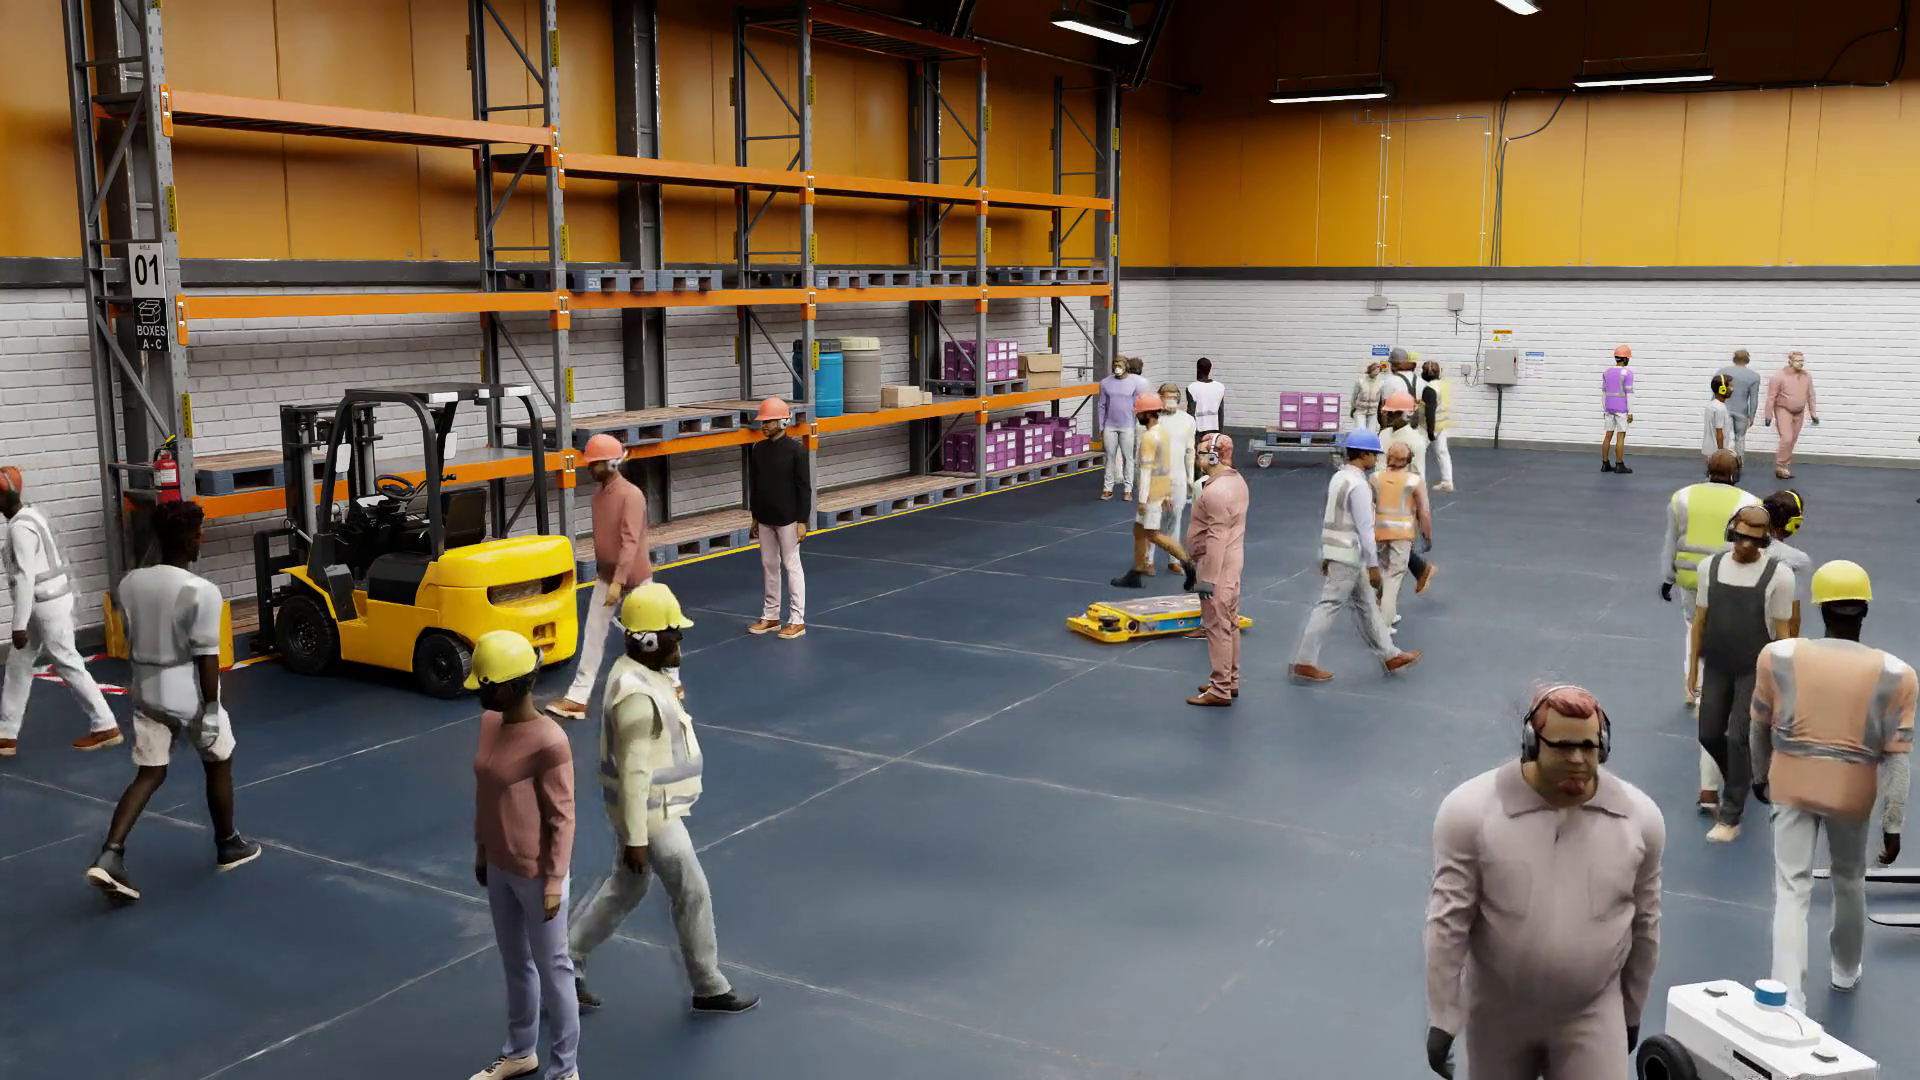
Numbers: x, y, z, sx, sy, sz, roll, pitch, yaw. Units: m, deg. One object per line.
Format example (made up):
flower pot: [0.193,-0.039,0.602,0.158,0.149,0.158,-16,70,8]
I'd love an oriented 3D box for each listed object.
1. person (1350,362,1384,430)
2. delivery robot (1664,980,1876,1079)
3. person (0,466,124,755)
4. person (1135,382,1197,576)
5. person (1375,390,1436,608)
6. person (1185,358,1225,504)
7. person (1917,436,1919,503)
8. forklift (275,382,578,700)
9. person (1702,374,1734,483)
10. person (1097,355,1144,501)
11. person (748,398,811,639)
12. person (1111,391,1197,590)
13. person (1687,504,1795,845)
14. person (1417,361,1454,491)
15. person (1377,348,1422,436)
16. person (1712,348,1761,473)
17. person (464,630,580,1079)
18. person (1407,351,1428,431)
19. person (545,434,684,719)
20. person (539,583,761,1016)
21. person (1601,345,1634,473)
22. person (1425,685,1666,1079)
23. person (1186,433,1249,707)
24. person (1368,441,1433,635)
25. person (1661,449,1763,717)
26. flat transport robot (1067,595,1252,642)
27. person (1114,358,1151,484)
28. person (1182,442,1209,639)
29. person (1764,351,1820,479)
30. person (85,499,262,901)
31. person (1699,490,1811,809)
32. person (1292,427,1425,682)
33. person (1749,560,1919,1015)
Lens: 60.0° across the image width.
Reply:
person: [6.494,-2.023,26.435,0.540,1.599,0.472,1,9,8]
delivery robot: [2.792,1.770,5.760,0.477,0.478,0.707,-2,9,-15]
person: [-5.743,0.447,10.297,0.963,1.830,0.607,-6,11,-31]
person: [2.049,-0.599,16.577,0.640,1.940,0.404,-2,9,-14]
person: [3.989,-0.371,14.997,0.748,1.978,0.625,-3,10,-17]
person: [3.187,-1.412,21.676,0.597,1.915,0.371,-5,10,-28]
person: [12.997,-1.426,21.839,0.965,1.901,0.559,-3,10,-19]
forklift: [-3.974,-0.067,12.417,2.313,2.155,1.214,5,11,30]
person: [8.635,-0.954,18.954,0.328,1.875,0.513,2,9,9]
person: [2.122,-1.487,22.076,0.627,1.940,0.372,3,10,20]
person: [-1.511,-0.182,13.755,0.623,1.992,0.392,7,11,37]
person: [1.890,-0.452,15.727,0.878,1.909,0.547,3,10,20]
person: [4.182,0.693,8.889,0.581,1.818,0.516,-8,12,-40]
person: [6.448,-1.576,23.072,0.920,1.797,0.633,7,12,38]
person: [5.921,-1.593,22.421,0.692,2.000,0.641,-6,11,-34]
person: [11.544,-1.905,24.807,0.649,1.938,0.754,4,10,24]
person: [-1.588,1.182,5.984,0.523,1.760,0.327,8,12,41]
person: [6.517,-1.807,24.274,0.591,1.877,0.982,1,9,7]
person: [-2.329,0.247,11.304,0.619,1.935,1.066,8,12,41]
person: [-1.297,1.055,6.680,0.878,1.802,0.603,-2,9,-10]
person: [9.947,-1.972,25.102,0.356,1.937,0.552,-5,10,-27]
person: [1.630,1.342,4.641,0.659,1.874,0.855,2,9,11]
person: [1.779,0.205,11.615,0.402,1.906,0.652,4,10,22]
person: [3.694,-0.021,13.918,0.539,1.607,0.727,8,12,43]
person: [5.199,0.282,11.385,0.664,1.819,0.680,9,12,43]
flat transport robot: [1.680,0.640,13.987,1.431,0.197,0.652,-4,10,-25]
person: [2.524,-1.730,24.041,0.624,1.791,0.954,5,11,30]
person: [2.029,0.001,13.725,0.275,1.636,0.507,5,11,30]
person: [12.194,-1.822,24.345,0.680,1.883,0.634,-2,9,-14]
person: [-3.855,0.762,8.068,0.616,1.931,0.943,3,9,16]
person: [4.467,0.608,9.439,0.995,1.801,0.644,-8,12,-40]
person: [2.942,0.120,12.216,1.040,1.875,0.652,0,9,0]
person: [3.482,1.014,6.703,0.583,1.873,0.969,4,10,25]
